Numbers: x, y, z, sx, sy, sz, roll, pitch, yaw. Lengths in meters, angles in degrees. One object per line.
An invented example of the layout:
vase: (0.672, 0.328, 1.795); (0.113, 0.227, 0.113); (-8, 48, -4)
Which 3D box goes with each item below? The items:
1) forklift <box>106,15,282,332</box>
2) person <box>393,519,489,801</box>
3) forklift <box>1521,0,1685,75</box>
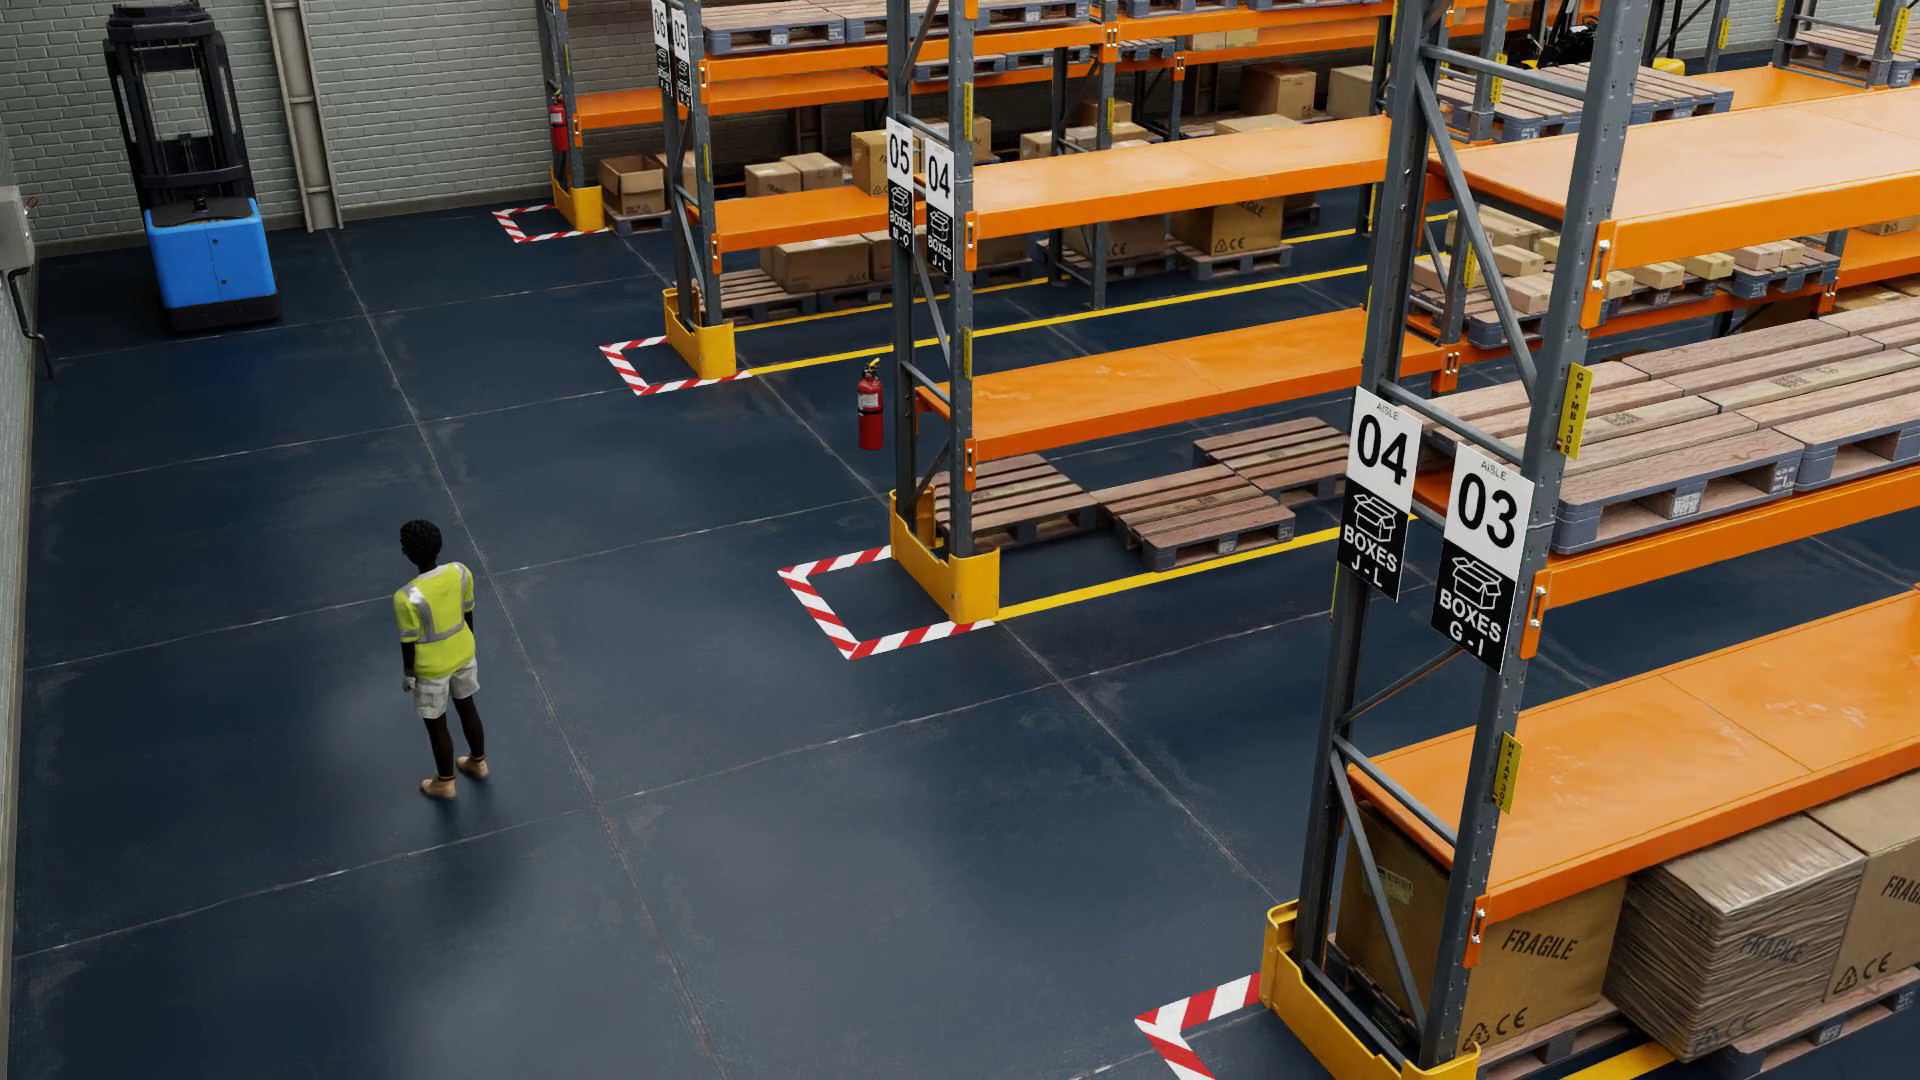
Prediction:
forklift: (-7.548, -3.672, 16.323); (1.129, 2.768, 1.873); (-12, 30, -22)
person: (-2.892, 0.665, 9.290); (0.319, 1.687, 0.538); (14, 31, 25)
forklift: (8.950, -6.807, 23.056); (1.214, 2.155, 2.313); (-12, 30, -22)
